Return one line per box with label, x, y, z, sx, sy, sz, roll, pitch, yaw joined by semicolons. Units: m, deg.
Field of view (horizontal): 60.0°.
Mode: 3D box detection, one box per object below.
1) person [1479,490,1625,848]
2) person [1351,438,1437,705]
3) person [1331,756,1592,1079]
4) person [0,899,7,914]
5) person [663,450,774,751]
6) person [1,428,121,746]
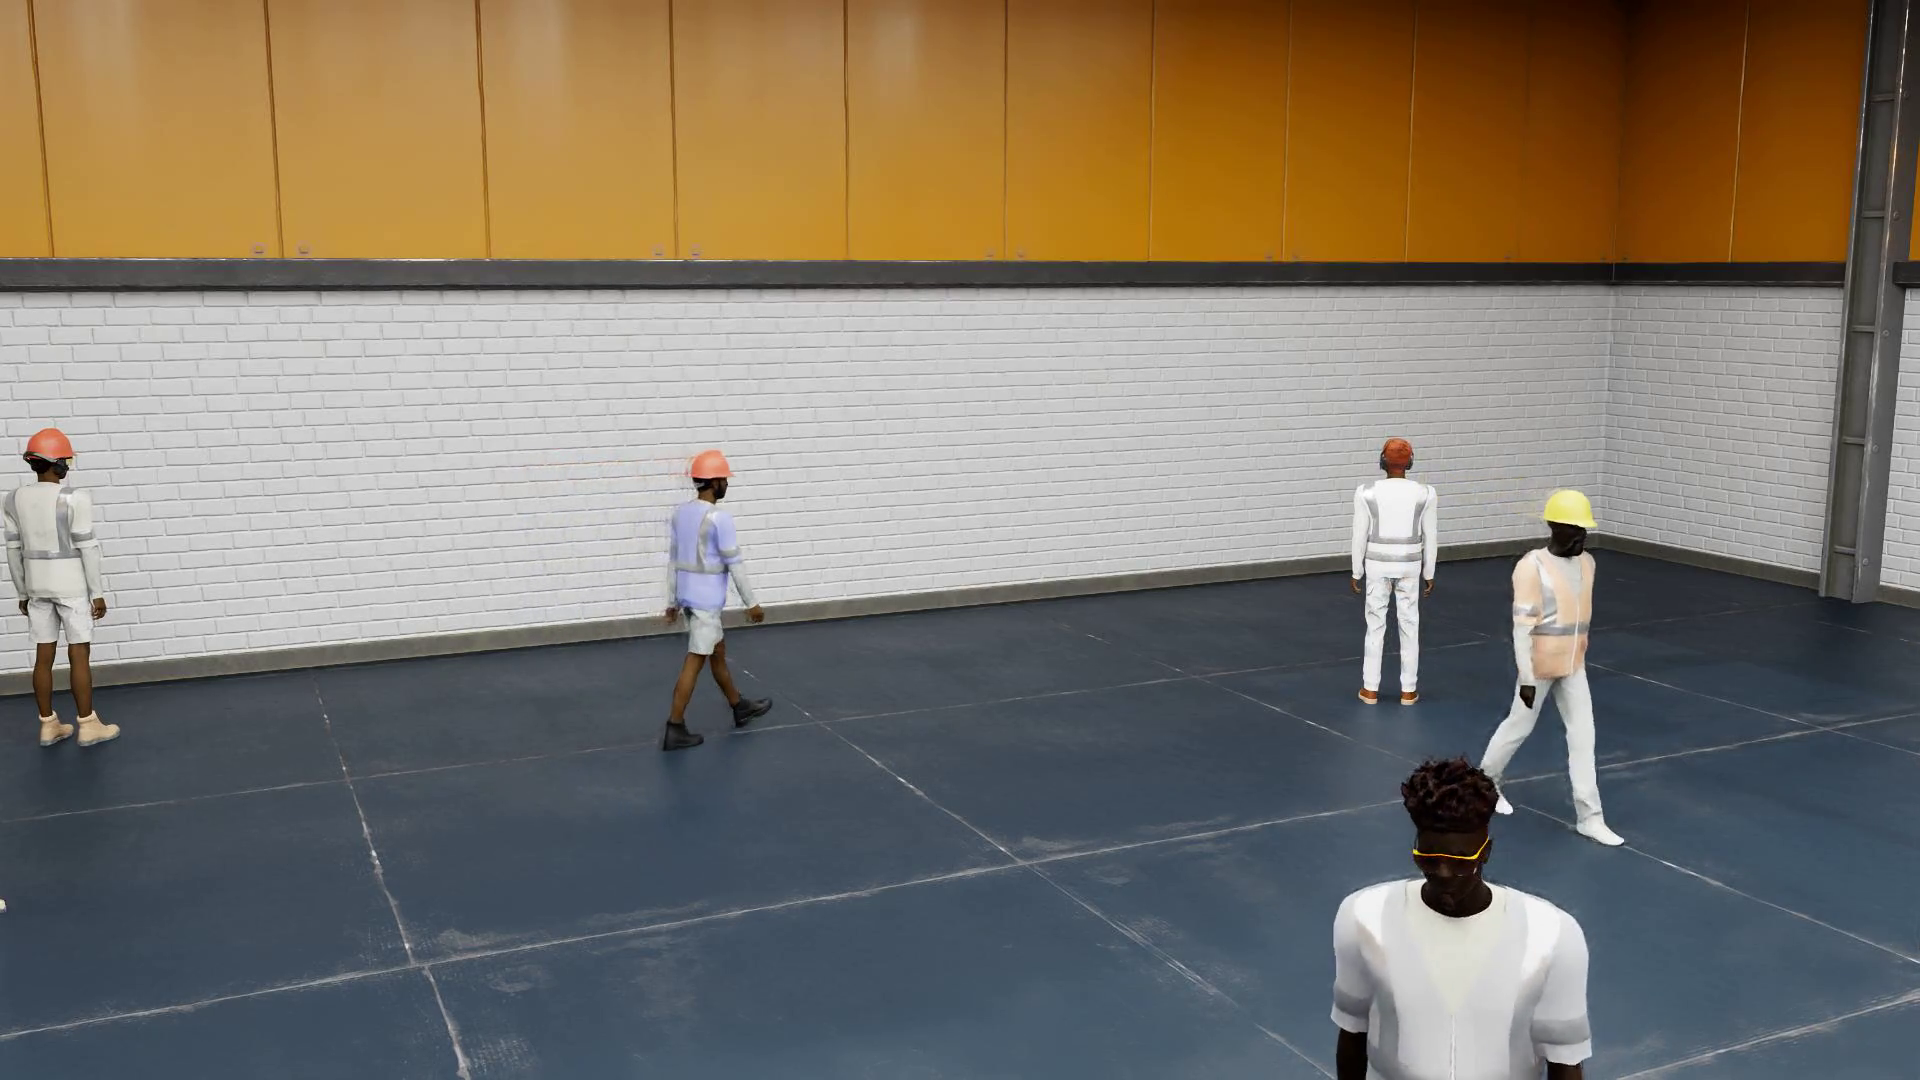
person;3.196;0.648;9.053;0.603;1.885;0.972;-5;10;-28
person;3.037;0.224;11.664;0.584;1.884;0.349;1;9;9
person;1.219;1.431;4.118;0.604;1.919;1.022;3;9;15
person;-4.699;0.972;7.651;0.502;1.677;0.539;3;10;18
person;-1.574;0.370;10.726;0.963;1.888;0.562;-8;12;-40
person;-5.761;0.307;10.652;0.605;2.045;0.377;1;9;7
